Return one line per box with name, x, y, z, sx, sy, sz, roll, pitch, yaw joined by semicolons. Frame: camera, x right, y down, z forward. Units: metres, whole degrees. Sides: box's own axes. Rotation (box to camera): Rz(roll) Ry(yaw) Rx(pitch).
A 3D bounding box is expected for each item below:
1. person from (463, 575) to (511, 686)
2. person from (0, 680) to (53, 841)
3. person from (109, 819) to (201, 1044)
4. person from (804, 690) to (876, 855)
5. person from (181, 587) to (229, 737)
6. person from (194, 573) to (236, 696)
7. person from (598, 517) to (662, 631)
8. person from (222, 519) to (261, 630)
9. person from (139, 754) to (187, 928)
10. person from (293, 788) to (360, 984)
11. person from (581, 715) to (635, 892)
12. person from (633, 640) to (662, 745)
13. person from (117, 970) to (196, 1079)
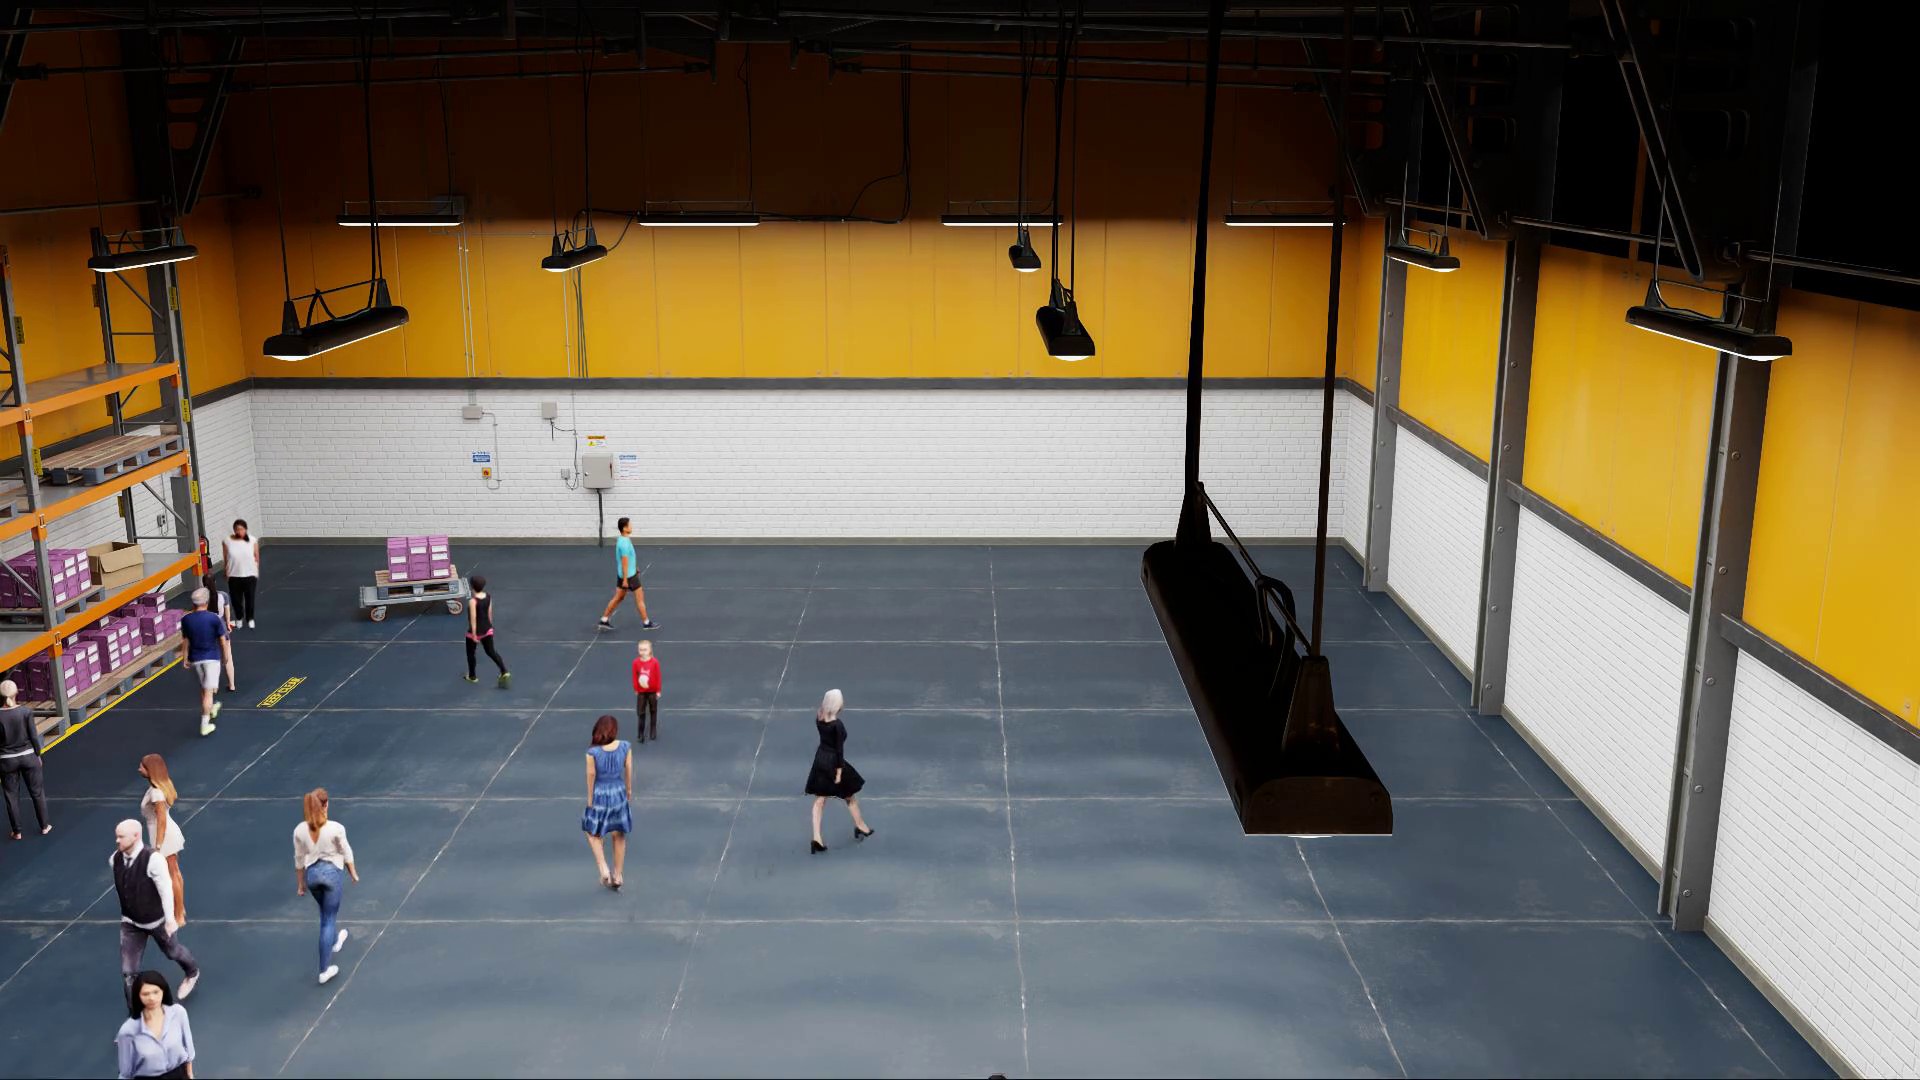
person;-6.395;1.235;22.376;0.949;1.523;1.023;8;16;31
person;-9.939;2.301;17.543;0.684;1.726;0.687;-8;16;-29
person;-6.711;3.165;13.883;0.871;1.769;1.335;2;14;9
person;-1.397;2.403;17.137;1.004;1.718;1.059;13;19;43
person;-9.375;1.532;20.582;0.615;1.792;1.060;-1;14;-2
person;-9.903;1.232;22.118;0.672;1.651;0.718;-12;18;-40
person;-5.061;0.545;24.779;0.929;1.733;1.167;-4;14;-17
person;-10.837;0.491;25.115;0.758;1.681;0.759;-5;15;-22
person;-7.446;2.794;15.570;0.694;1.696;0.585;-4;14;-16
person;-5.594;3.046;14.557;0.681;1.683;1.025;2;14;7
person;-3.385;2.598;16.180;0.824;1.791;0.873;-9;16;-33
person;-3.827;1.840;20.443;0.549;1.257;0.854;-2;14;-7
person;-5.555;3.755;11.526;0.797;1.731;0.841;-10;17;-36
